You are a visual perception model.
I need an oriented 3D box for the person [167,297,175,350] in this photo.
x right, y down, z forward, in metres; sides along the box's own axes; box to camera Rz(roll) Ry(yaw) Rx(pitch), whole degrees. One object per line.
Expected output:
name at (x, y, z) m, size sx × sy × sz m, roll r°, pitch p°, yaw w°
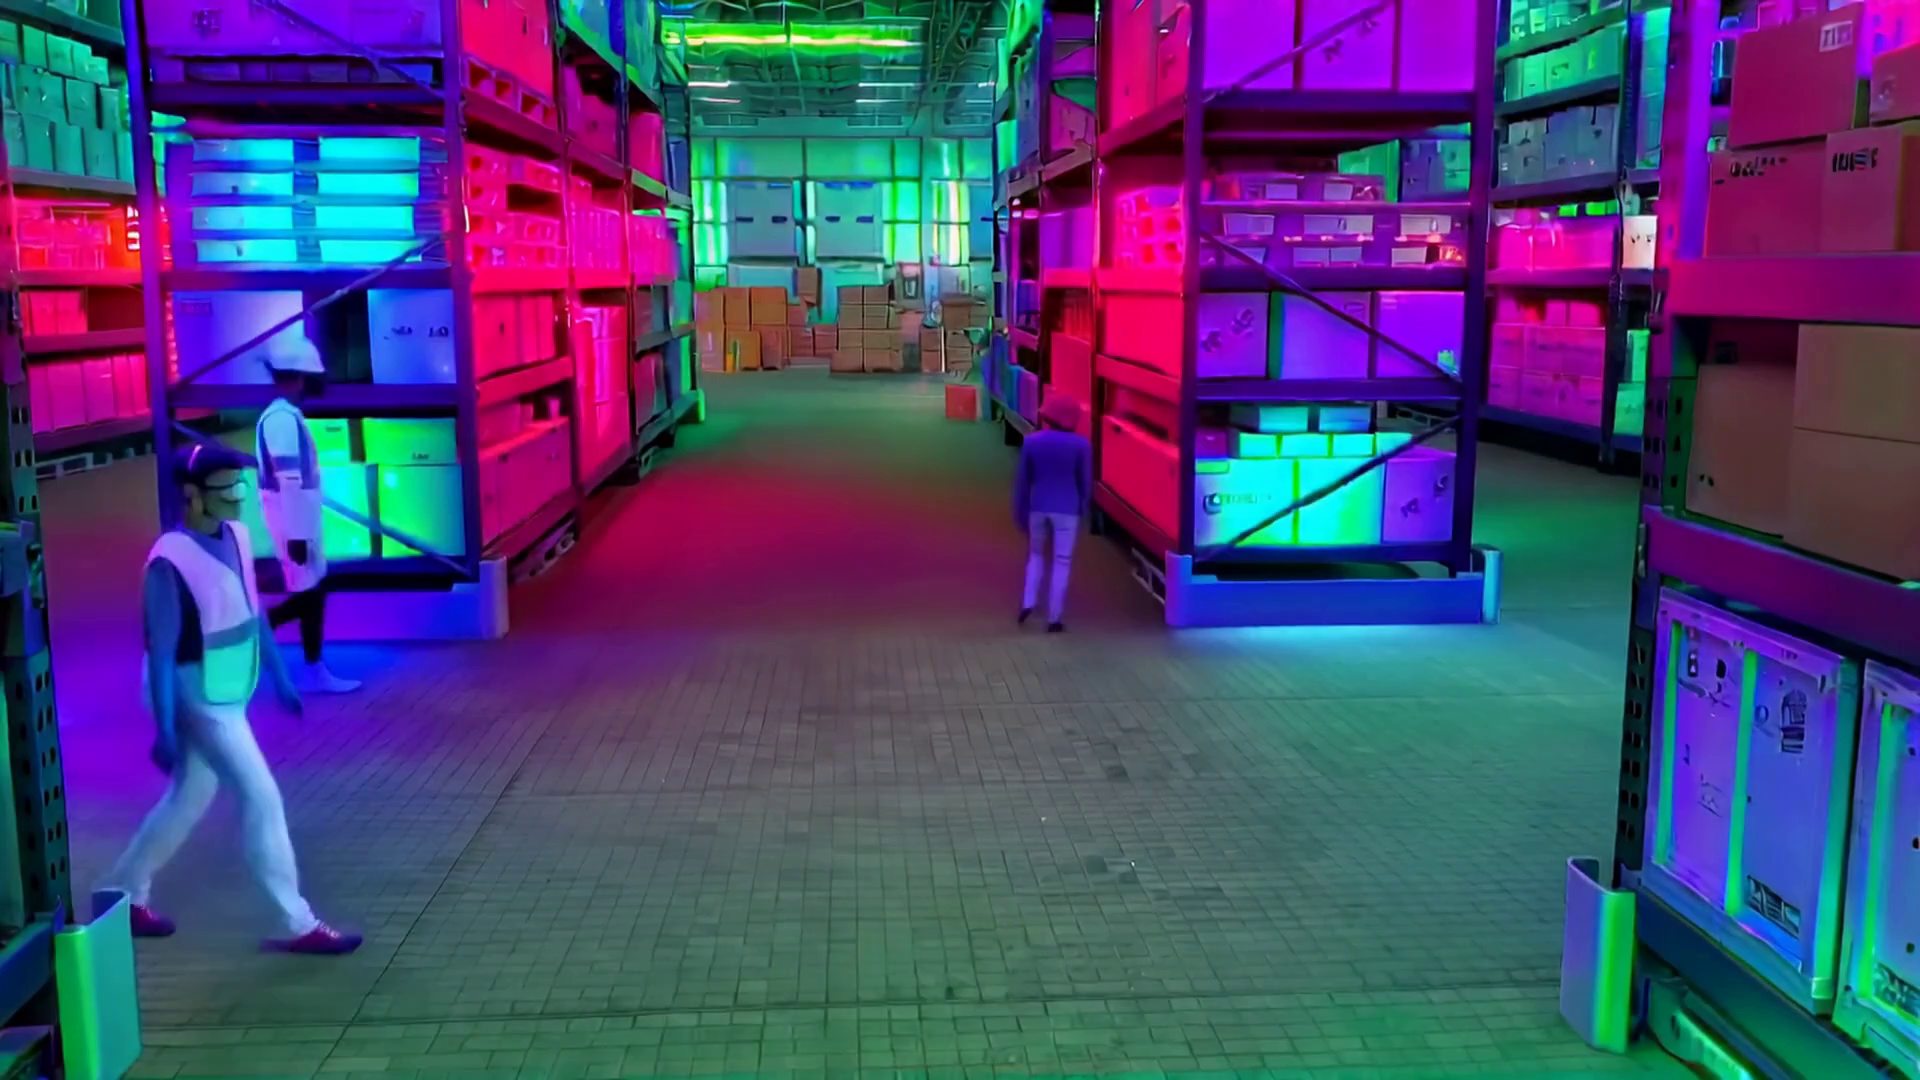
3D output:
person at (-24.674, -6.738, 51.715) m, size 0.483 × 1.738 × 0.313 m, roll 9°, pitch 13°, yaw 44°

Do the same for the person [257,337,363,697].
person at (-3.735, -0.095, 9.118) m, size 0.687 × 2.021 × 0.628 m, roll -2°, pitch 9°, yaw -15°

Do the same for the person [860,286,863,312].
person at (-3.766, -8.906, 64.761) m, size 0.566 × 1.916 × 0.441 m, roll 3°, pitch 9°, yaw 17°

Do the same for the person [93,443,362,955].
person at (-2.620, 0.553, 5.752) m, size 0.961 × 1.803 × 0.585 m, roll -1°, pitch 9°, yaw -4°

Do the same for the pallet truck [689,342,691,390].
pallet truck at (-5.225, -3.008, 27.480) m, size 1.885 × 1.965 × 0.823 m, roll 2°, pitch 9°, yaw 14°

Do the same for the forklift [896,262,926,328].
forklift at (-1.780, -8.547, 59.499) m, size 1.129 × 2.768 × 1.873 m, roll -1°, pitch 9°, yaw -4°

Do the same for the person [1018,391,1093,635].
person at (0.620, -0.172, 10.896) m, size 0.526 × 1.612 × 0.323 m, roll 5°, pitch 10°, yaw 28°

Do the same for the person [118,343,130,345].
person at (-18.096, -4.286, 35.864) m, size 0.983 × 1.892 × 0.560 m, roll -2°, pitch 9°, yaw -13°

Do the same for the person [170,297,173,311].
person at (-29.570, -8.621, 62.781) m, size 0.402 × 1.987 × 0.608 m, roll 0°, pitch 9°, yaw 2°
